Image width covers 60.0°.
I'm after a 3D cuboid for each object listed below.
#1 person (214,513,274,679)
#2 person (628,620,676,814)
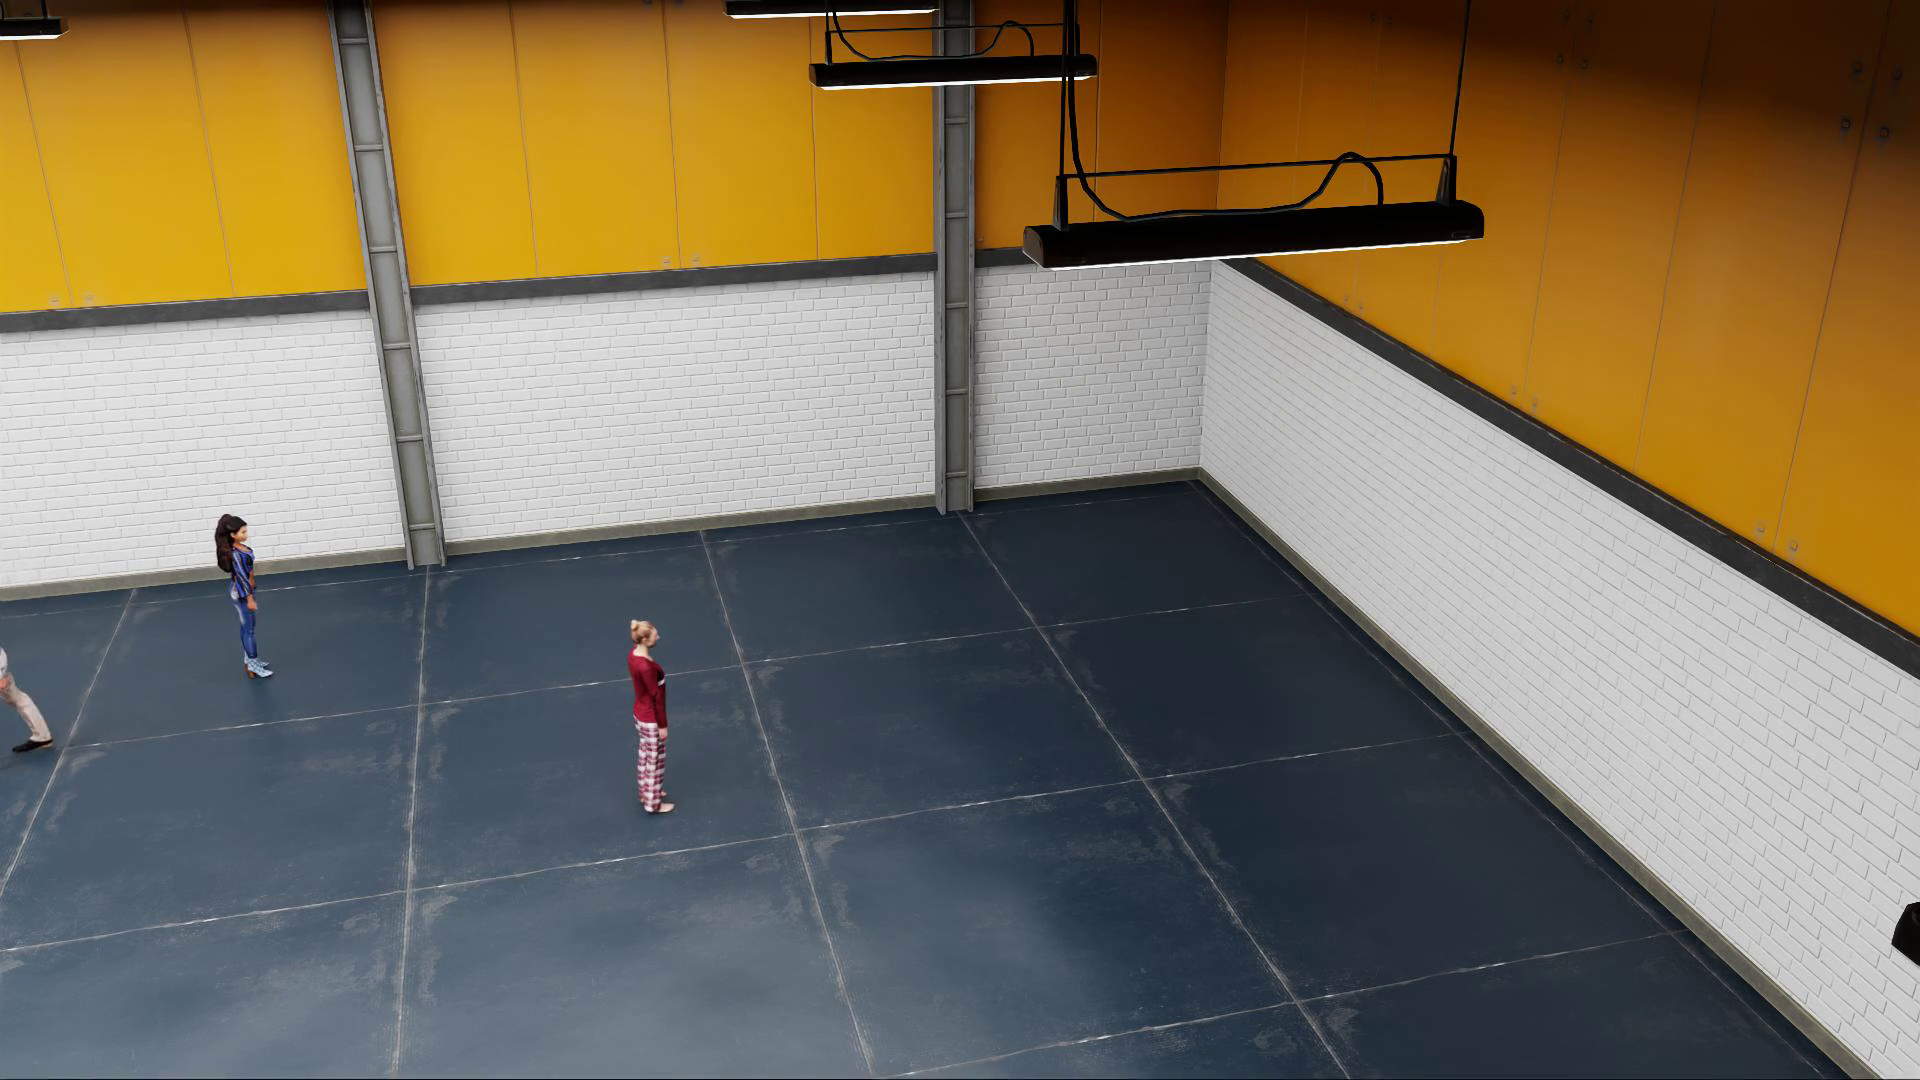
[{"bbox_3d":[-6.738,0.520,15.649,0.605,1.623,0.642,-11,26,-23],"label":"person"},{"bbox_3d":[-2.522,1.412,13.509,0.587,1.703,0.671,-12,26,-26],"label":"person"}]
